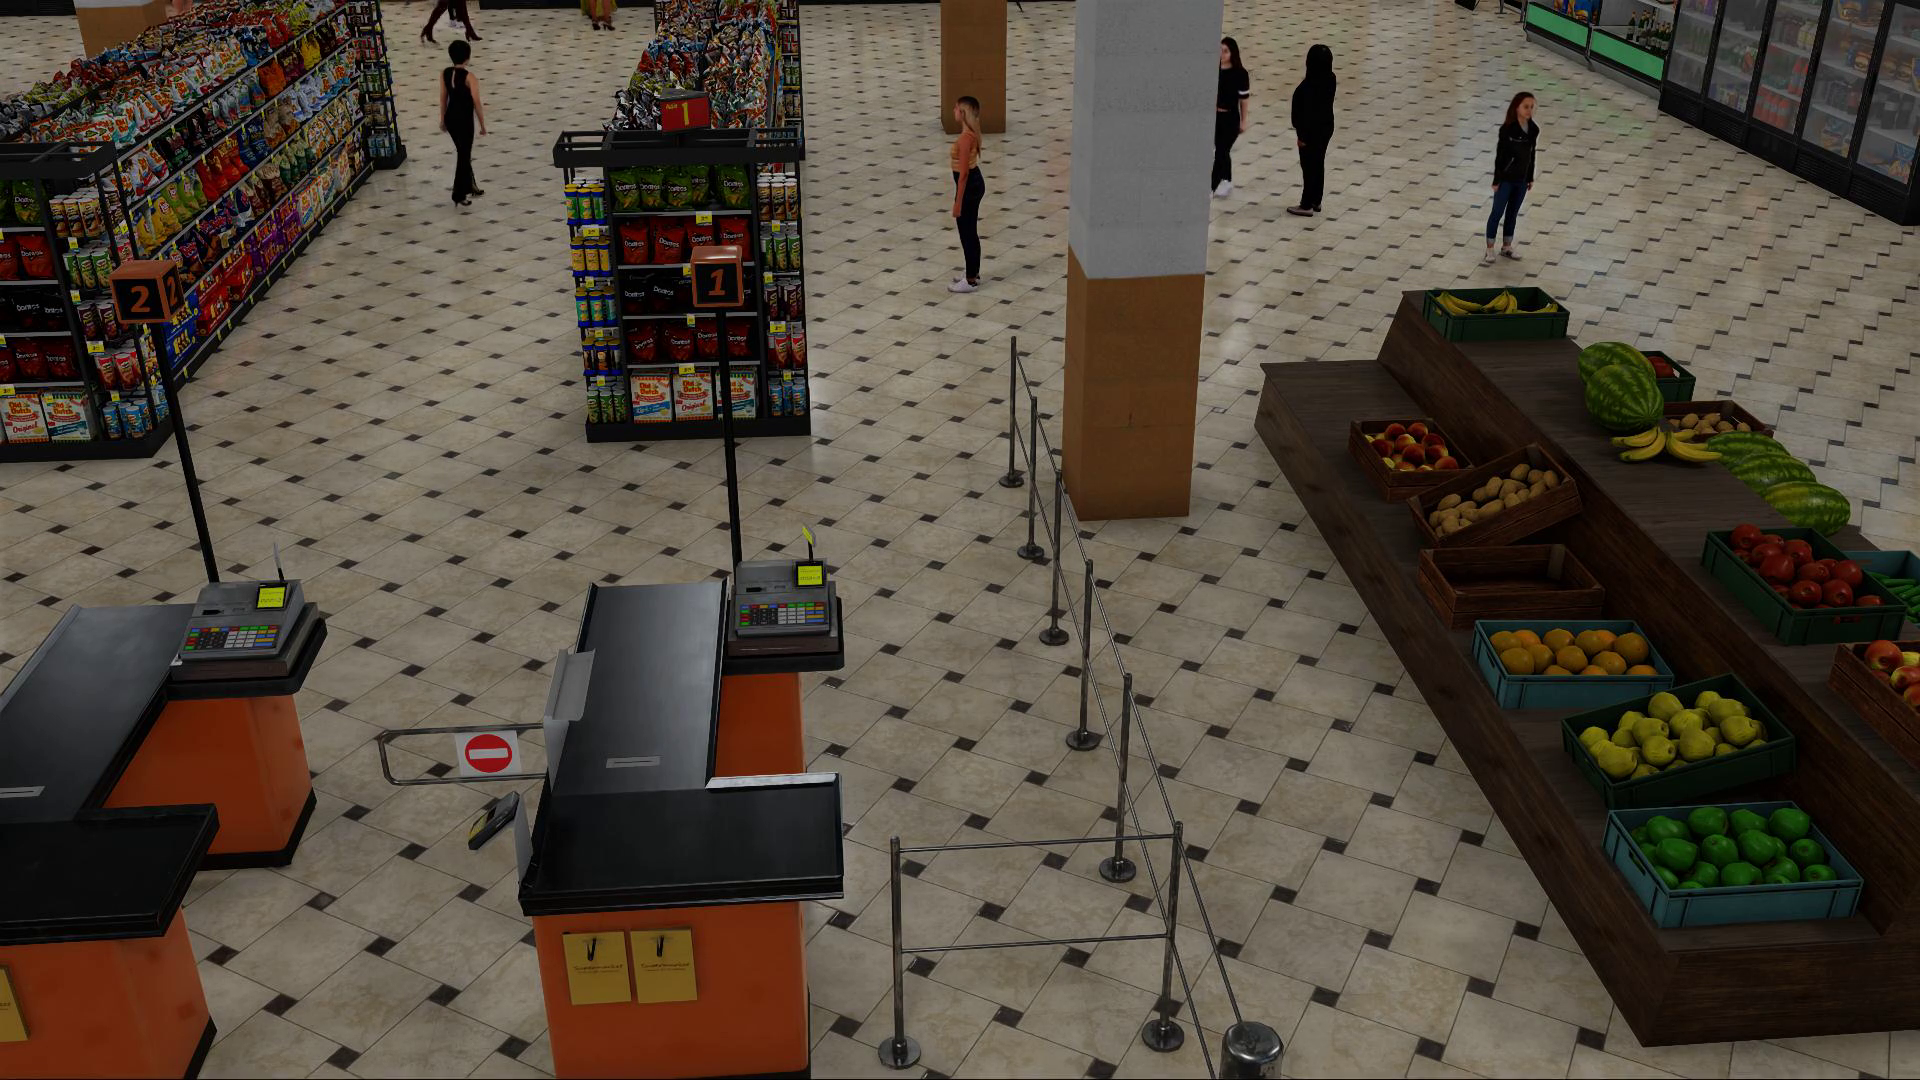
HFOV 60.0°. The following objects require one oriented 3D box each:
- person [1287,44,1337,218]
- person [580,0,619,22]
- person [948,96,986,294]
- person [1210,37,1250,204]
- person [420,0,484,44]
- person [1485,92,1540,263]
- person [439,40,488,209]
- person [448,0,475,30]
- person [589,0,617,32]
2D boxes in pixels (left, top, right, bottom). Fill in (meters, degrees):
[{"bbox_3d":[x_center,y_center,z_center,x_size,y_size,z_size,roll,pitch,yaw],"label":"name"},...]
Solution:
[{"bbox_3d":[3.426,-3.955,16.046,0.826,1.617,0.760,19,33,33],"label":"person"},{"bbox_3d":[-5.730,-8.980,25.908,1.066,1.660,0.976,-22,34,-37],"label":"person"},{"bbox_3d":[0.069,-2.901,13.954,0.688,1.629,0.549,6,27,11],"label":"person"},{"bbox_3d":[2.625,-4.121,16.401,1.026,1.592,1.186,15,30,27],"label":"person"},{"bbox_3d":[-7.442,-7.954,23.871,0.825,1.671,1.089,-8,28,-15],"label":"person"},{"bbox_3d":[4.895,-3.225,14.752,0.602,1.484,0.579,-8,28,-16],"label":"person"},{"bbox_3d":[-4.935,-4.032,16.251,0.803,1.568,0.901,12,29,22],"label":"person"},{"bbox_3d":[-7.730,-8.706,25.243,0.757,1.772,0.675,-24,35,-39],"label":"person"},{"bbox_3d":[-5.447,-8.563,24.951,0.669,1.781,0.668,9,28,18],"label":"person"}]
